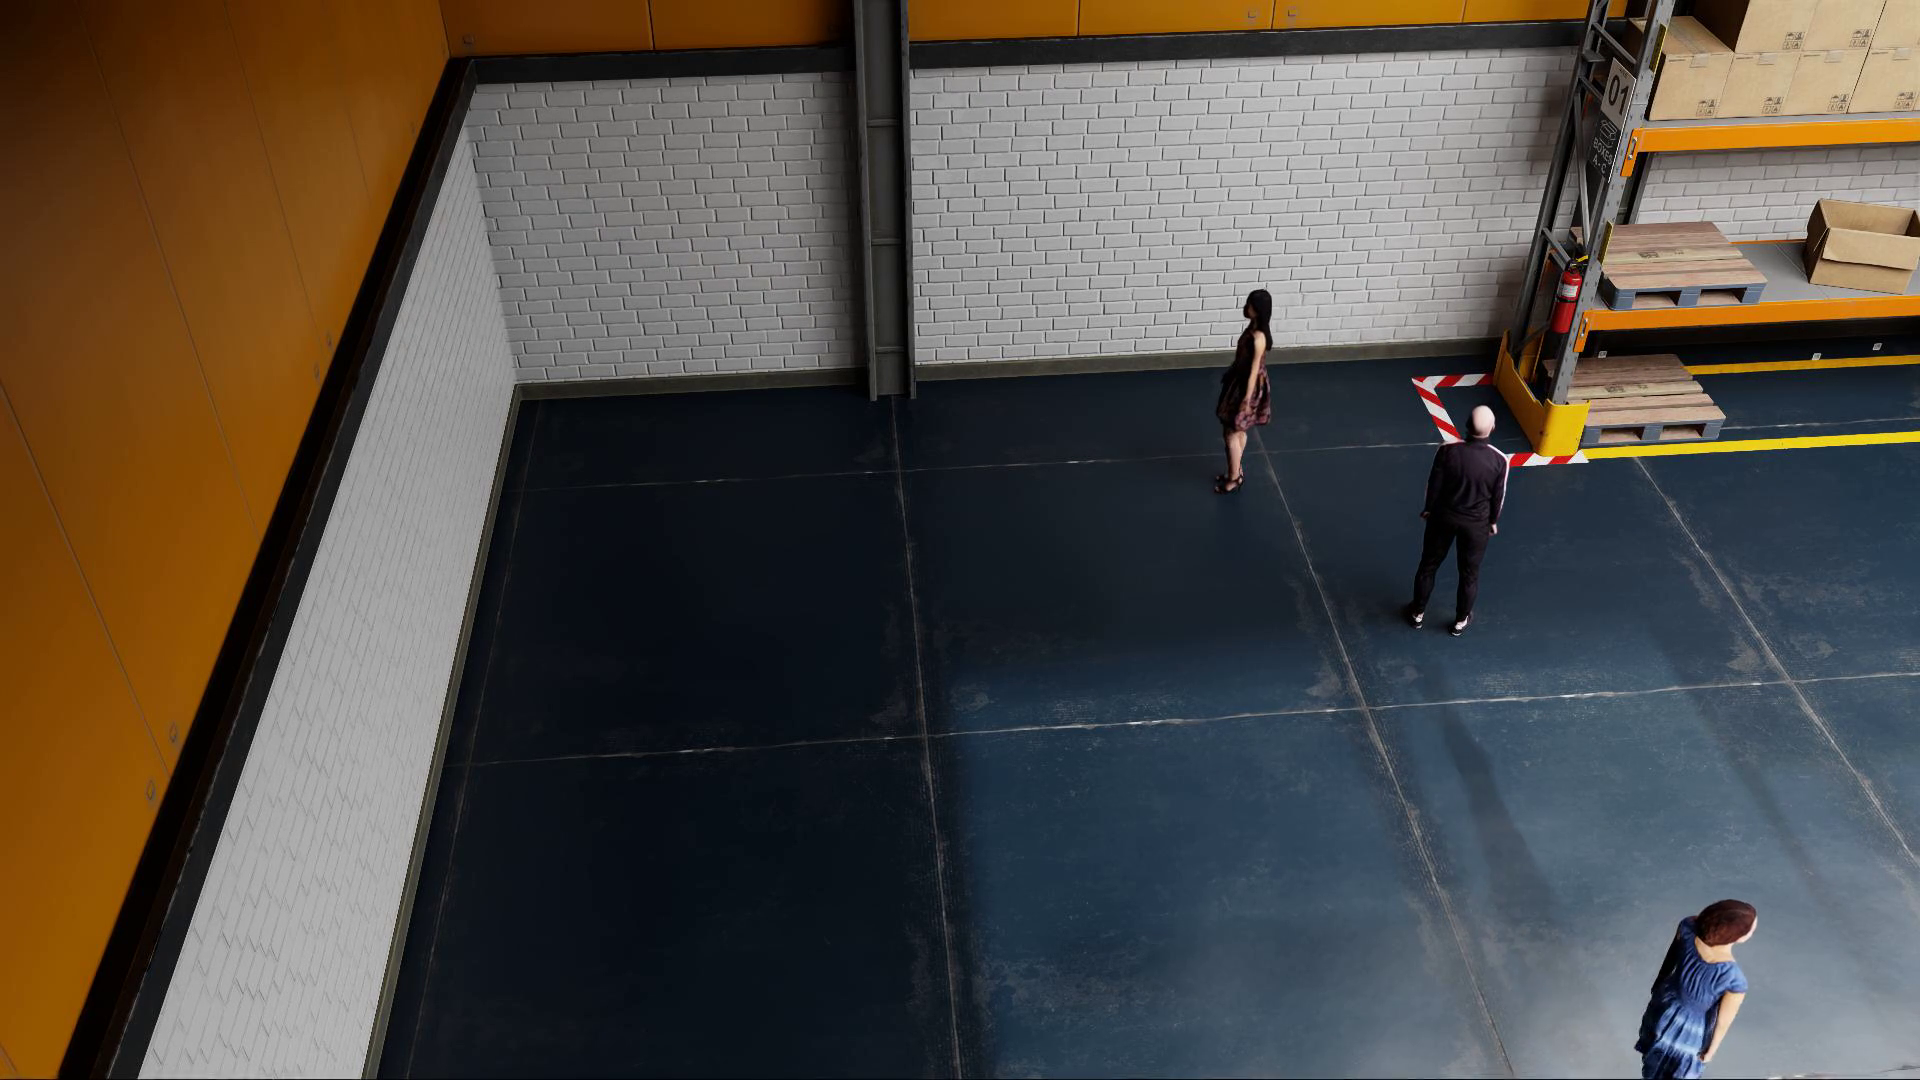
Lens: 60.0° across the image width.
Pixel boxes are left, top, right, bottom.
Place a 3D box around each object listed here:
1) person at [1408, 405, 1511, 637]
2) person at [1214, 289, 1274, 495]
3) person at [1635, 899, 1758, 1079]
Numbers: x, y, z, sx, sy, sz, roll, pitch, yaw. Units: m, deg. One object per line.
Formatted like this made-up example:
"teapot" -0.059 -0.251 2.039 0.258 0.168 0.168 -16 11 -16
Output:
"person" 3.422 -0.121 11.401 0.676 1.836 0.816 13 40 16
"person" 2.234 -1.140 12.730 0.744 1.770 0.743 6 39 7
"person" 3.497 2.430 8.247 1.044 1.787 0.758 -10 40 -12
